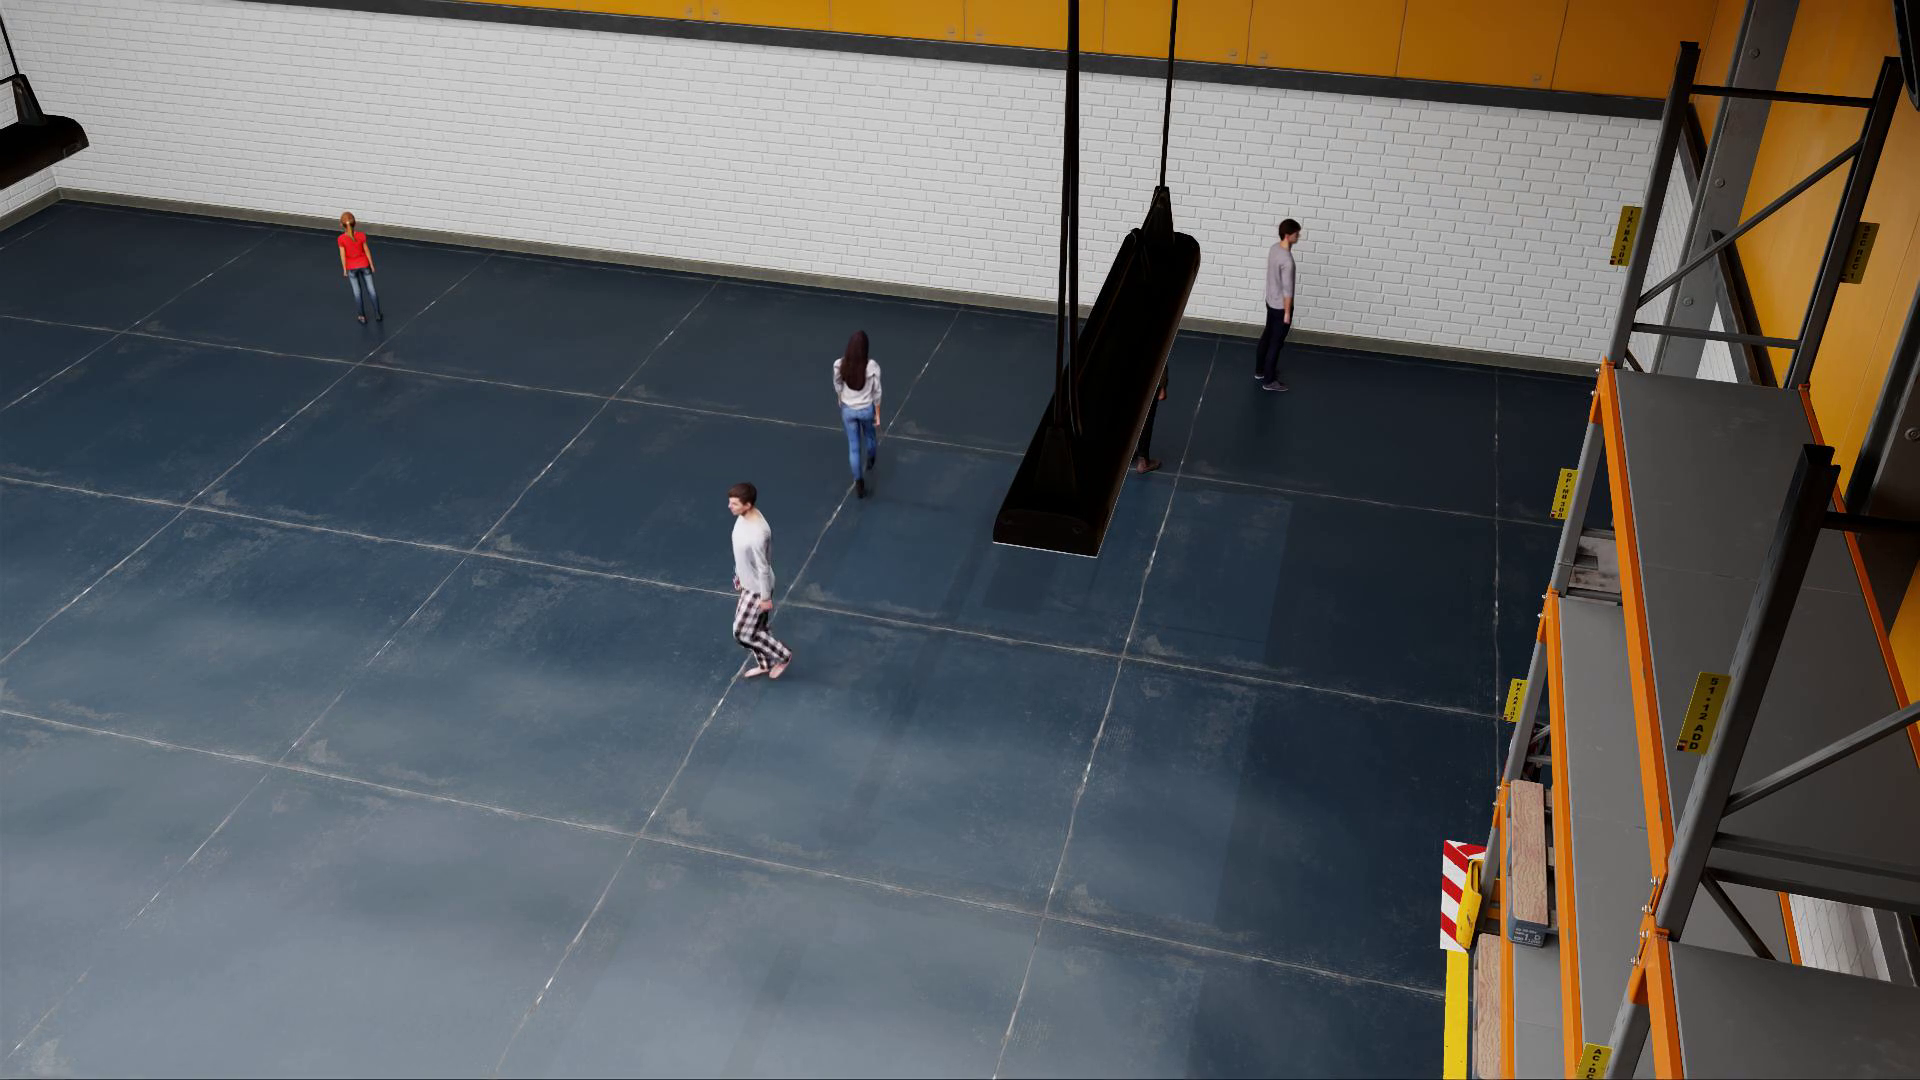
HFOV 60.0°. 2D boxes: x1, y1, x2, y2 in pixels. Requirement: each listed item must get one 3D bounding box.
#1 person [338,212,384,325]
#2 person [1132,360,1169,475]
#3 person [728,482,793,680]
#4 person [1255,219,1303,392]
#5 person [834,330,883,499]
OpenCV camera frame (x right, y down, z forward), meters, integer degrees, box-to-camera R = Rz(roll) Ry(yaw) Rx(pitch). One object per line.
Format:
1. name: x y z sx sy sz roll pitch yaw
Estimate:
1. person: -6.754 -3.062 18.674 0.577 1.311 0.629 -14 36 -19
2. person: 1.734 -1.504 15.856 0.782 1.836 0.764 29 43 36
3. person: -1.525 0.317 13.118 0.859 1.835 0.798 -11 35 -17
4. person: 3.313 -2.466 17.299 0.784 1.842 0.610 -5 34 -7
5. person: -0.952 -1.143 15.527 0.771 1.599 1.007 -1 34 -1
